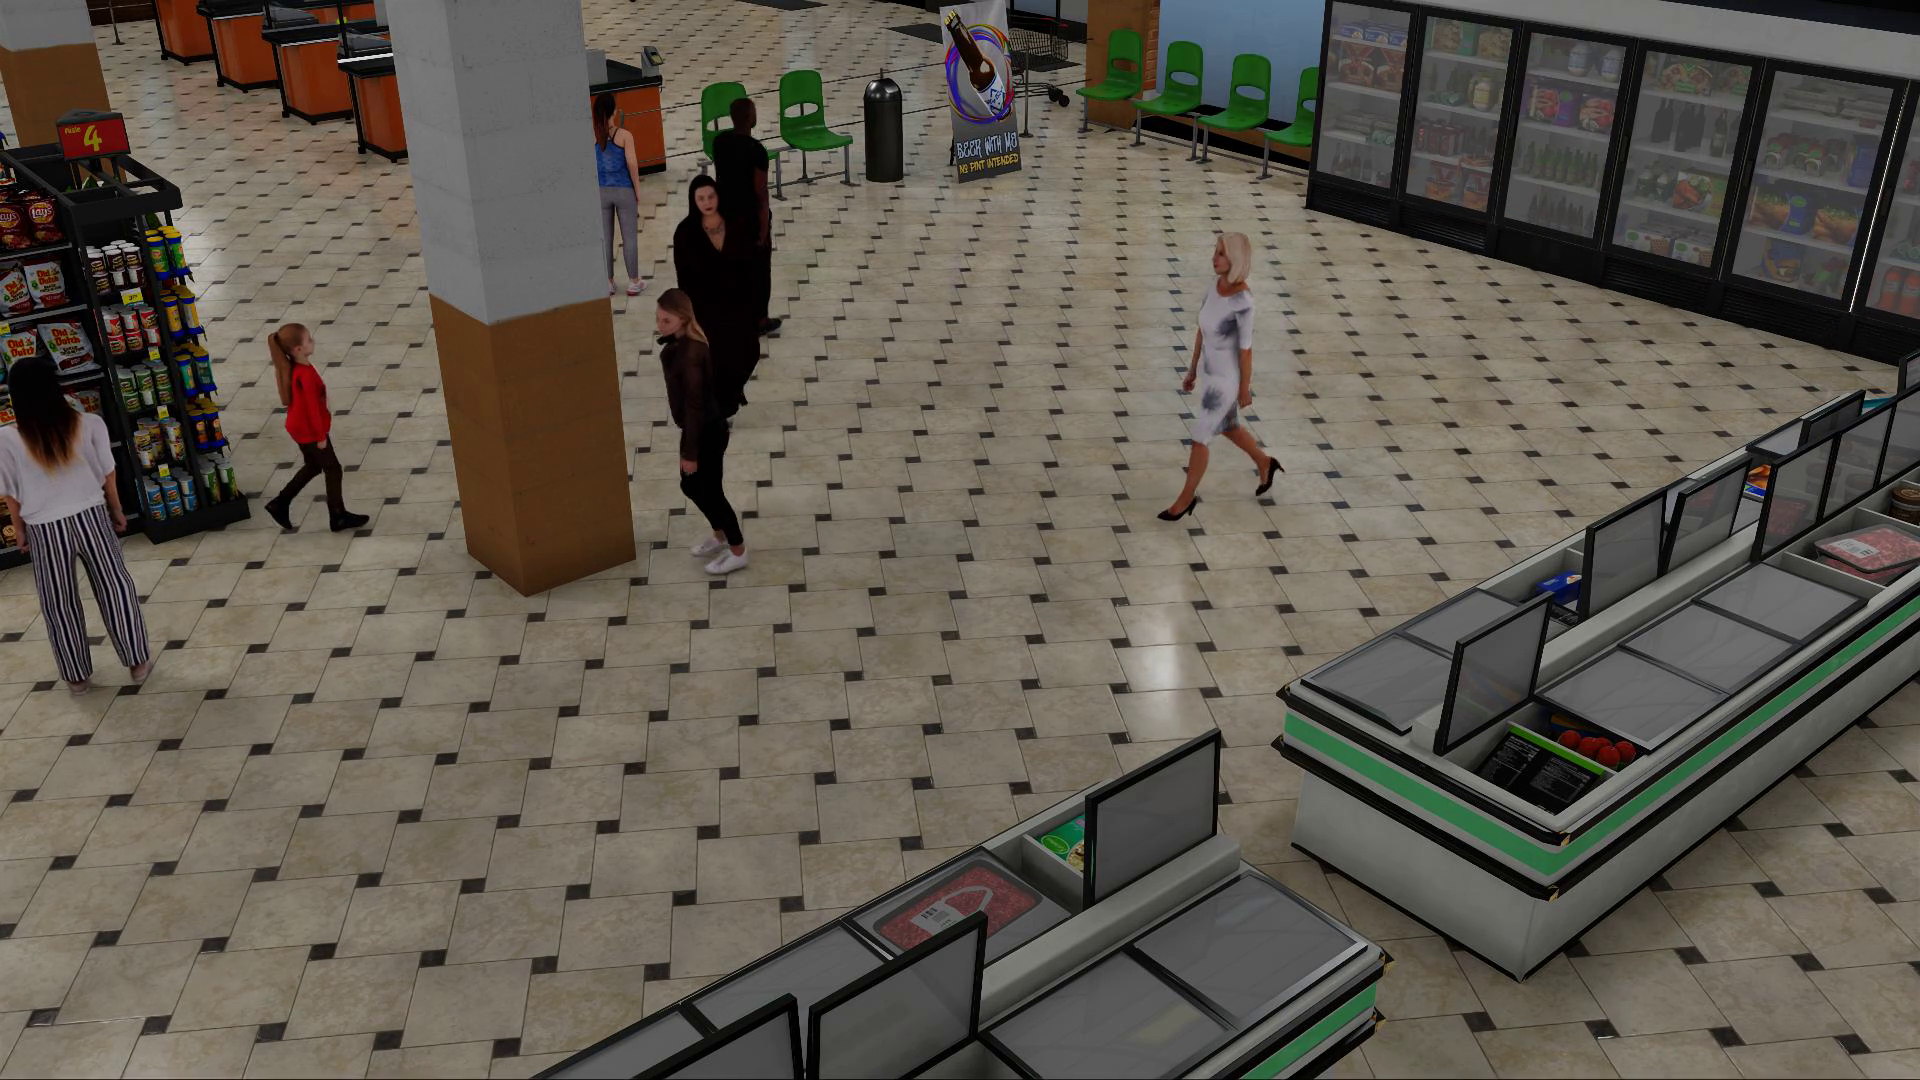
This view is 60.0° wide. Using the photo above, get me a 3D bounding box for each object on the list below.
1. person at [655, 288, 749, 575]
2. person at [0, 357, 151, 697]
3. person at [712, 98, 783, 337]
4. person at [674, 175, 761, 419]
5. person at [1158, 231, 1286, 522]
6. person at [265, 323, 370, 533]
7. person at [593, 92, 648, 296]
[{"bbox_3d":[-1.332,-0.572,8.938,0.756,1.667,0.732,-4,27,-7],"label":"person"},{"bbox_3d":[-4.247,-0.066,7.934,0.624,1.673,0.764,-16,31,-29],"label":"person"},{"bbox_3d":[-1.644,-2.313,12.222,0.872,1.802,1.133,17,31,30],"label":"person"},{"bbox_3d":[-1.576,-1.522,10.738,0.824,1.733,0.860,-15,30,-27],"label":"person"},{"bbox_3d":[1.578,-0.937,9.603,1.157,1.716,0.821,-9,28,-17],"label":"person"},{"bbox_3d":[-3.747,-0.612,9.454,0.746,1.271,0.481,-20,33,-34],"label":"person"},{"bbox_3d":[-2.779,-2.754,13.348,0.640,1.570,0.710,1,27,1],"label":"person"}]
